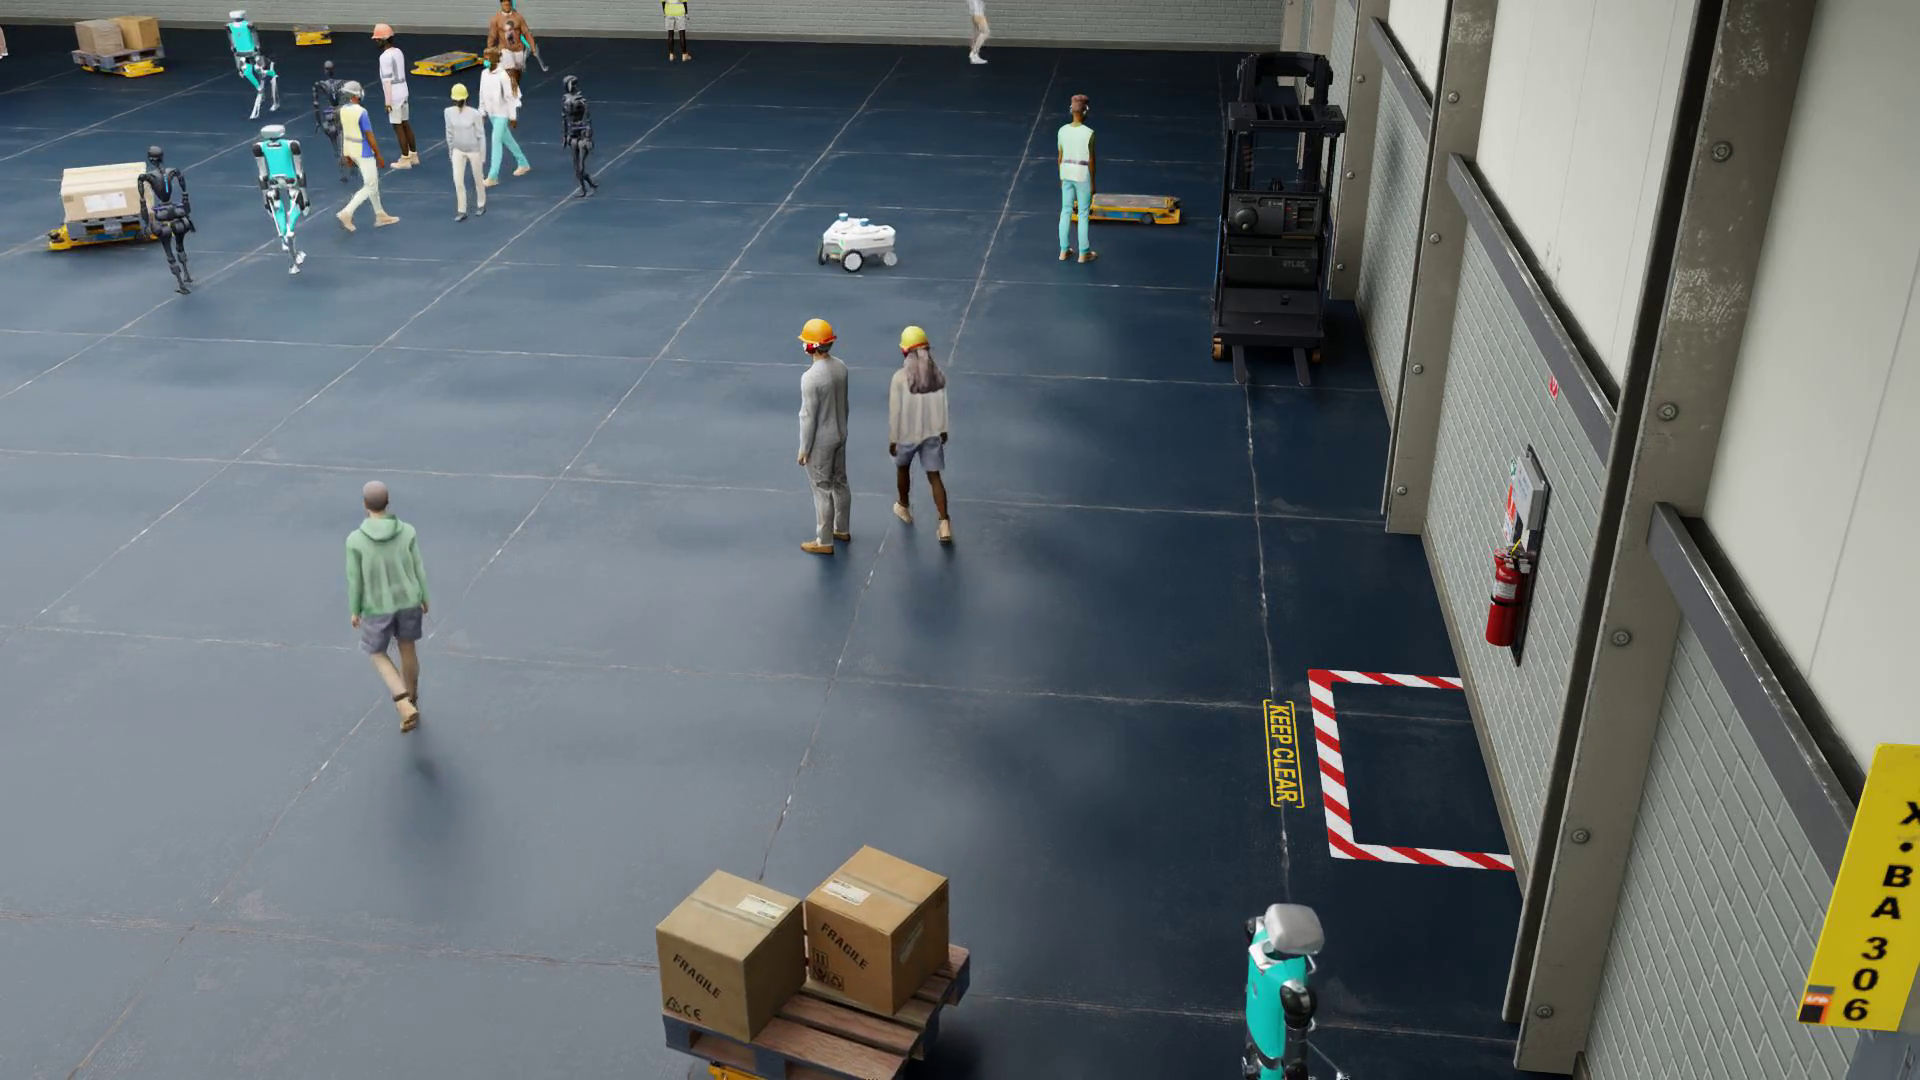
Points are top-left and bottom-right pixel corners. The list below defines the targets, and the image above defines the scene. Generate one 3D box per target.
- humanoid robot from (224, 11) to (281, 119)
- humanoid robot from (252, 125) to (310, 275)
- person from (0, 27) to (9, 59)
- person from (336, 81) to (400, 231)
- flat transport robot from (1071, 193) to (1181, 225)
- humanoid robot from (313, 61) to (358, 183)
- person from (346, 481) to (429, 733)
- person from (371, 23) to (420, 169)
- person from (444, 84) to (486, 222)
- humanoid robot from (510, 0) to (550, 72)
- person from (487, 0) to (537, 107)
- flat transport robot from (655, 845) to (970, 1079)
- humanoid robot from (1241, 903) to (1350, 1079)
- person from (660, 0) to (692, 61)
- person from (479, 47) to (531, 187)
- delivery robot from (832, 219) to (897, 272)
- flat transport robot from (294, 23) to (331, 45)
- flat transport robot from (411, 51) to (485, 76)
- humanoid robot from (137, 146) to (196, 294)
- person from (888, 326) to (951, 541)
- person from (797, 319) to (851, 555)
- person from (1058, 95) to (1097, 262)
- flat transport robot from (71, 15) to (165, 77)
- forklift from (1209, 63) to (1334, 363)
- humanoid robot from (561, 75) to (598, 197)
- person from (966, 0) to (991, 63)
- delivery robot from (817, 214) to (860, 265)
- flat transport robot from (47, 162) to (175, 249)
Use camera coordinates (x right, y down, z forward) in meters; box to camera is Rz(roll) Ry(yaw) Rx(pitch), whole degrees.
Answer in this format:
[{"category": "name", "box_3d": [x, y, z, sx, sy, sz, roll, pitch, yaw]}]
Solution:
[{"category": "humanoid robot", "box_3d": [-11.366, -7.694, 26.904, 0.556, 1.757, 1.047, 4, 27, 9]}, {"category": "humanoid robot", "box_3d": [-7.848, -3.864, 19.249, 0.546, 1.733, 1.038, -3, 27, -5]}, {"category": "person", "box_3d": [-18.429, -10.059, 31.395, 0.405, 1.905, 0.650, -2, 27, -4]}, {"category": "person", "box_3d": [-7.596, -4.830, 21.001, 0.511, 1.871, 0.819, 23, 35, 38]}, {"category": "flat transport robot", "box_3d": [2.167, -4.340, 21.802, 1.431, 0.231, 0.659, 4, 27, 8]}, {"category": "humanoid robot", "box_3d": [-8.747, -5.870, 23.293, 0.595, 1.647, 0.448, -12, 29, -23]}, {"category": "person", "box_3d": [-3.601, 0.459, 10.595, 0.507, 1.717, 0.543, -17, 31, -31]}, {"category": "person", "box_3d": [-8.130, -6.364, 23.884, 0.407, 2.035, 0.598, 1, 27, 2]}, {"category": "person", "box_3d": [-6.384, -4.996, 21.460, 0.541, 1.732, 0.795, 2, 27, 5]}, {"category": "humanoid robot", "box_3d": [-7.878, -9.344, 30.240, 0.850, 1.847, 0.561, -13, 29, -24]}, {"category": "person", "box_3d": [-7.546, -8.271, 27.924, 0.792, 1.817, 0.906, -12, 29, -22]}, {"category": "flat transport robot", "box_3d": [-0.674, 2.418, 8.311, 0.659, 0.231, 1.431, 11, 29, 21]}, {"category": "humanoid robot", "box_3d": [1.486, 2.269, 6.991, 0.678, 1.815, 0.538, -5, 27, -10]}, {"category": "person", "box_3d": [-5.349, -9.881, 31.272, 0.532, 1.692, 0.319, 6, 27, 11]}, {"category": "person", "box_3d": [-6.433, -5.947, 23.242, 0.485, 1.869, 1.014, 19, 32, 33]}, {"category": "delivery robot", "box_3d": [-1.151, -3.536, 19.875, 0.791, 0.592, 0.499, -10, 28, -20]}, {"category": "flat transport robot", "box_3d": [-13.020, -10.167, 33.435, 0.659, 0.231, 1.431, -9, 28, -18]}, {"category": "flat transport robot", "box_3d": [-9.426, -8.781, 30.669, 0.659, 0.231, 1.431, 9, 28, 17]}, {"category": "humanoid robot", "box_3d": [-8.977, -3.627, 18.815, 0.472, 1.645, 0.585, 22, 34, 36]}, {"category": "person", "box_3d": [-0.296, -0.843, 13.207, 0.537, 1.716, 0.883, -10, 28, -19]}, {"category": "person", "box_3d": [-1.063, -0.806, 12.944, 0.386, 1.890, 0.560, 14, 30, 25]}, {"category": "person", "box_3d": [1.389, -4.295, 19.807, 0.485, 1.980, 0.405, 15, 30, 27]}, {"category": "flat transport robot", "box_3d": [-15.355, -8.703, 30.513, 1.431, 0.231, 0.659, 15, 30, 27]}, {"category": "forklift", "box_3d": [3.241, -3.477, 17.183, 1.129, 2.768, 1.873, 3, 27, 6]}, {"category": "humanoid robot", "box_3d": [-5.141, -5.438, 22.419, 0.609, 1.639, 0.358, 19, 32, 33]}, {"category": "person", "box_3d": [0.351, -9.807, 30.933, 0.476, 1.862, 0.537, 0, 27, 1]}, {"category": "delivery robot", "box_3d": [-1.401, -3.636, 20.056, 0.499, 0.575, 0.754, 6, 27, 12]}, {"category": "flat transport robot", "box_3d": [-10.657, -3.902, 20.927, 1.431, 0.231, 0.659, -12, 29, -22]}]
